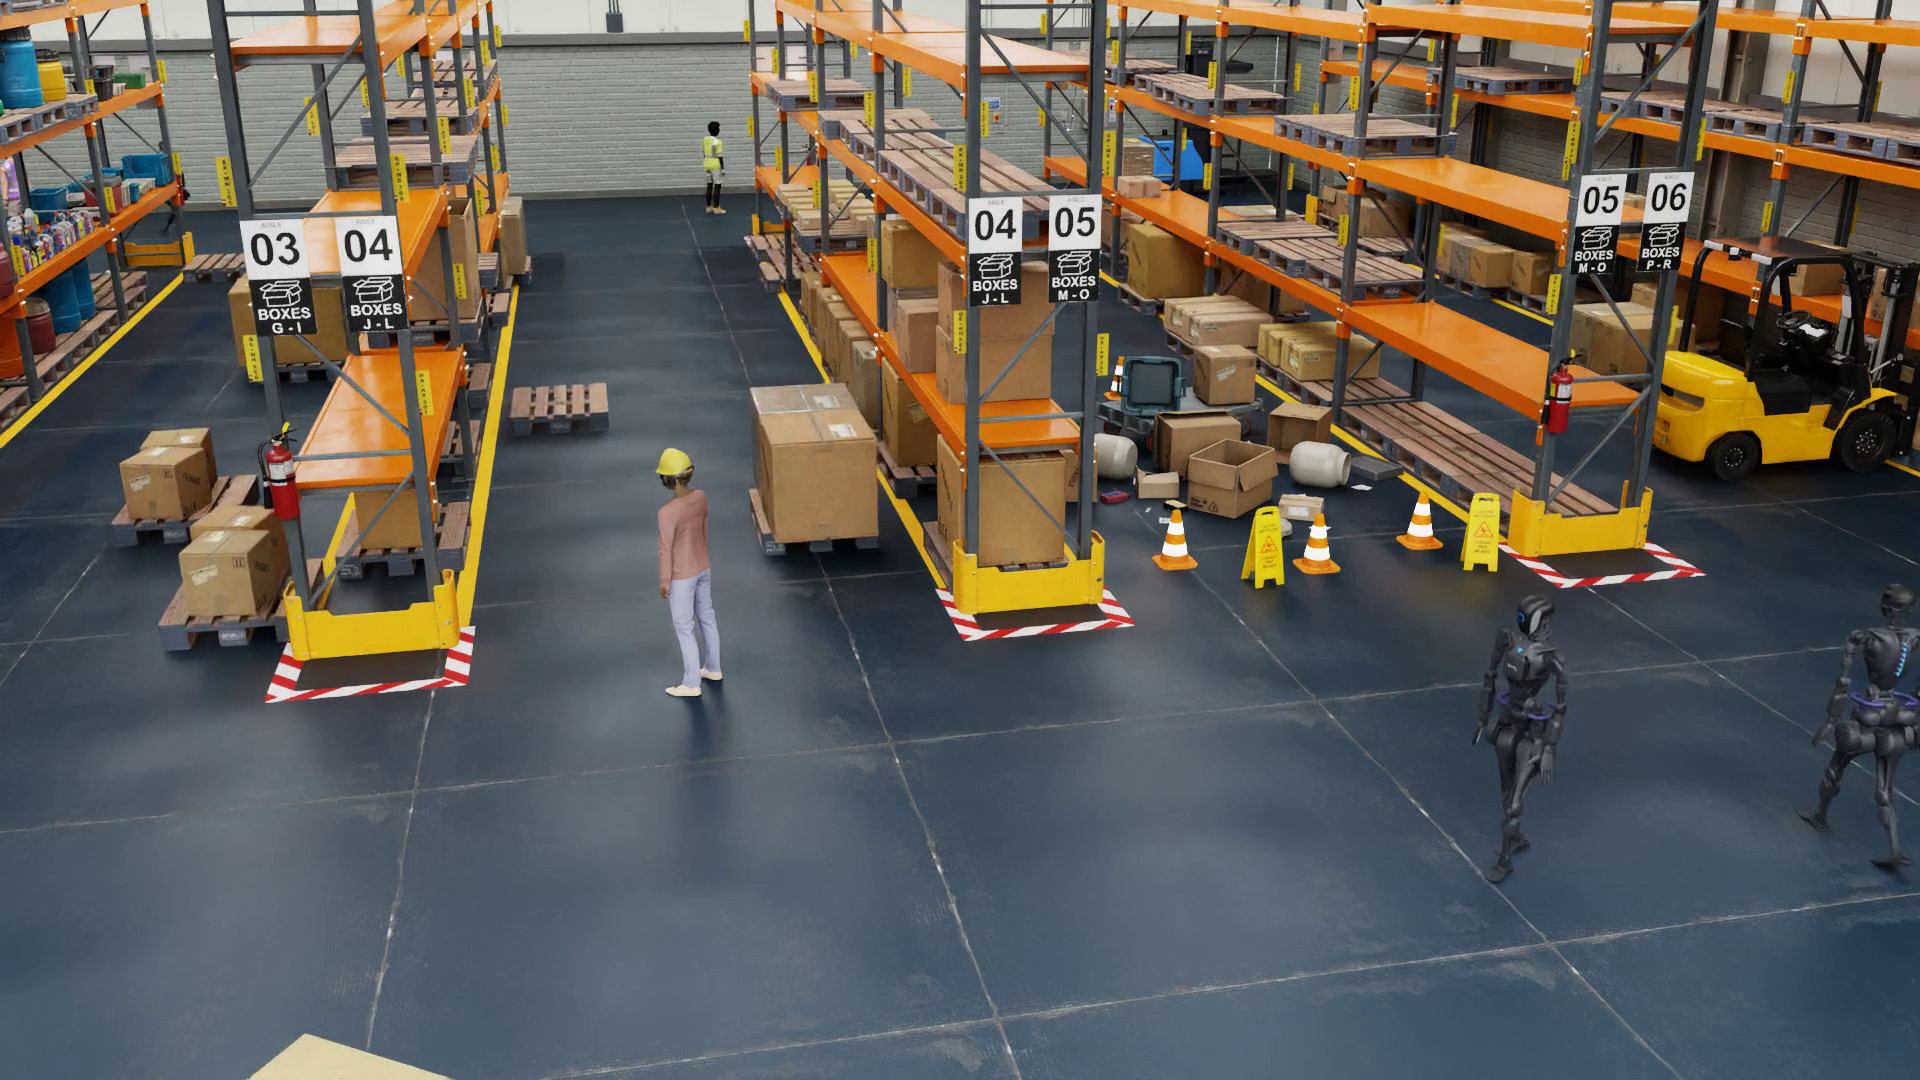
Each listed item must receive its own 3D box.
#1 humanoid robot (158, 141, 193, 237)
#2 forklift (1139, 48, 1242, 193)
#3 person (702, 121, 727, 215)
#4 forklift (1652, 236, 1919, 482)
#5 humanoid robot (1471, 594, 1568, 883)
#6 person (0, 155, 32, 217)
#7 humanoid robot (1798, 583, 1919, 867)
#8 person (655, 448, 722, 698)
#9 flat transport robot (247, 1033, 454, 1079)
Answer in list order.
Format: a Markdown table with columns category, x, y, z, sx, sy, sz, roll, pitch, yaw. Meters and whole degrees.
| category | x | y | z | sx | sy | sz | roll | pitch | yaw |
| --- | --- | --- | --- | --- | --- | --- | --- | --- | --- |
| humanoid robot | -13.475 | -5.984 | 28.384 | 0.786 | 1.641 | 0.601 | 7 | 22 | 18 |
| forklift | 4.566 | -8.313 | 32.860 | 1.873 | 2.768 | 1.129 | -4 | 21 | -12 |
| person | -4.525 | -6.842 | 30.589 | 0.539 | 1.686 | 0.320 | 18 | 27 | 40 |
| forklift | 8.013 | -1.814 | 16.330 | 2.313 | 2.155 | 1.214 | -4 | 21 | -12 |
| humanoid robot | 3.097 | 1.077 | 9.297 | 0.613 | 1.638 | 0.583 | -12 | 24 | -30 |
| person | -15.367 | -5.566 | 27.154 | 0.347 | 1.688 | 0.491 | 11 | 23 | 27 |
| humanoid robot | 5.220 | 1.044 | 9.458 | 0.615 | 1.628 | 0.787 | -2 | 20 | -4 |
| person | -1.908 | 0.219 | 11.481 | 0.342 | 1.758 | 0.517 | 9 | 22 | 23 |
| flat transport robot | -2.157 | 3.089 | 5.886 | 1.431 | 0.231 | 0.659 | -17 | 26 | -39 |
